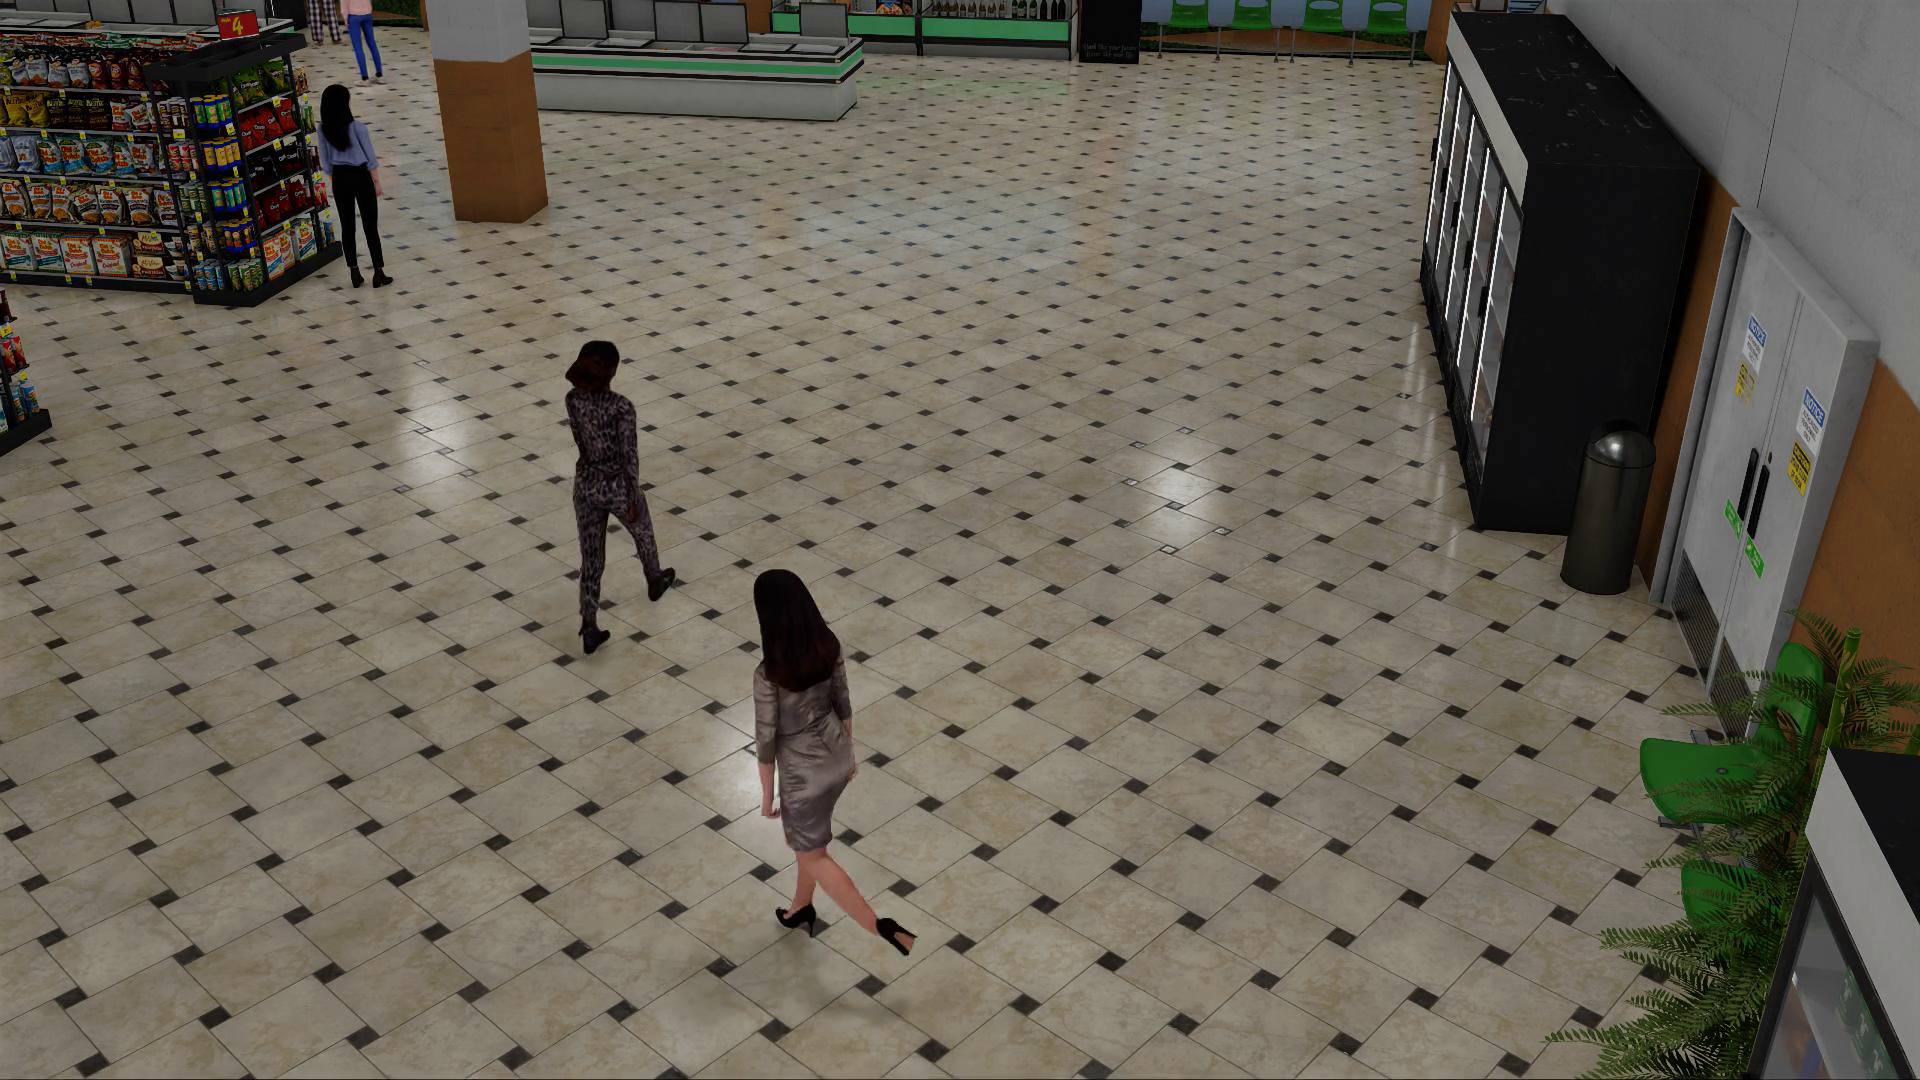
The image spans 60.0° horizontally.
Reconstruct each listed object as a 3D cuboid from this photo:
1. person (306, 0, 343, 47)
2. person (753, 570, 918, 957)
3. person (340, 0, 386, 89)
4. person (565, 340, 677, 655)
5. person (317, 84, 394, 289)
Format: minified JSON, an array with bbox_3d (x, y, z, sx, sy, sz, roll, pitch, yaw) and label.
[{"bbox_3d":[-9.445,-8.218,24.400,0.641,1.847,0.772,-8,28,-15],"label":"person"},{"bbox_3d":[-0.503,0.959,6.460,1.133,1.706,0.943,22,34,36],"label":"person"},{"bbox_3d":[-7.877,-6.863,21.819,0.688,1.764,0.720,16,31,29],"label":"person"},{"bbox_3d":[-1.911,-0.197,8.783,1.105,1.667,0.782,9,28,18],"label":"person"},{"bbox_3d":[-5.220,-3.035,14.294,0.513,1.743,0.724,2,27,4],"label":"person"}]
